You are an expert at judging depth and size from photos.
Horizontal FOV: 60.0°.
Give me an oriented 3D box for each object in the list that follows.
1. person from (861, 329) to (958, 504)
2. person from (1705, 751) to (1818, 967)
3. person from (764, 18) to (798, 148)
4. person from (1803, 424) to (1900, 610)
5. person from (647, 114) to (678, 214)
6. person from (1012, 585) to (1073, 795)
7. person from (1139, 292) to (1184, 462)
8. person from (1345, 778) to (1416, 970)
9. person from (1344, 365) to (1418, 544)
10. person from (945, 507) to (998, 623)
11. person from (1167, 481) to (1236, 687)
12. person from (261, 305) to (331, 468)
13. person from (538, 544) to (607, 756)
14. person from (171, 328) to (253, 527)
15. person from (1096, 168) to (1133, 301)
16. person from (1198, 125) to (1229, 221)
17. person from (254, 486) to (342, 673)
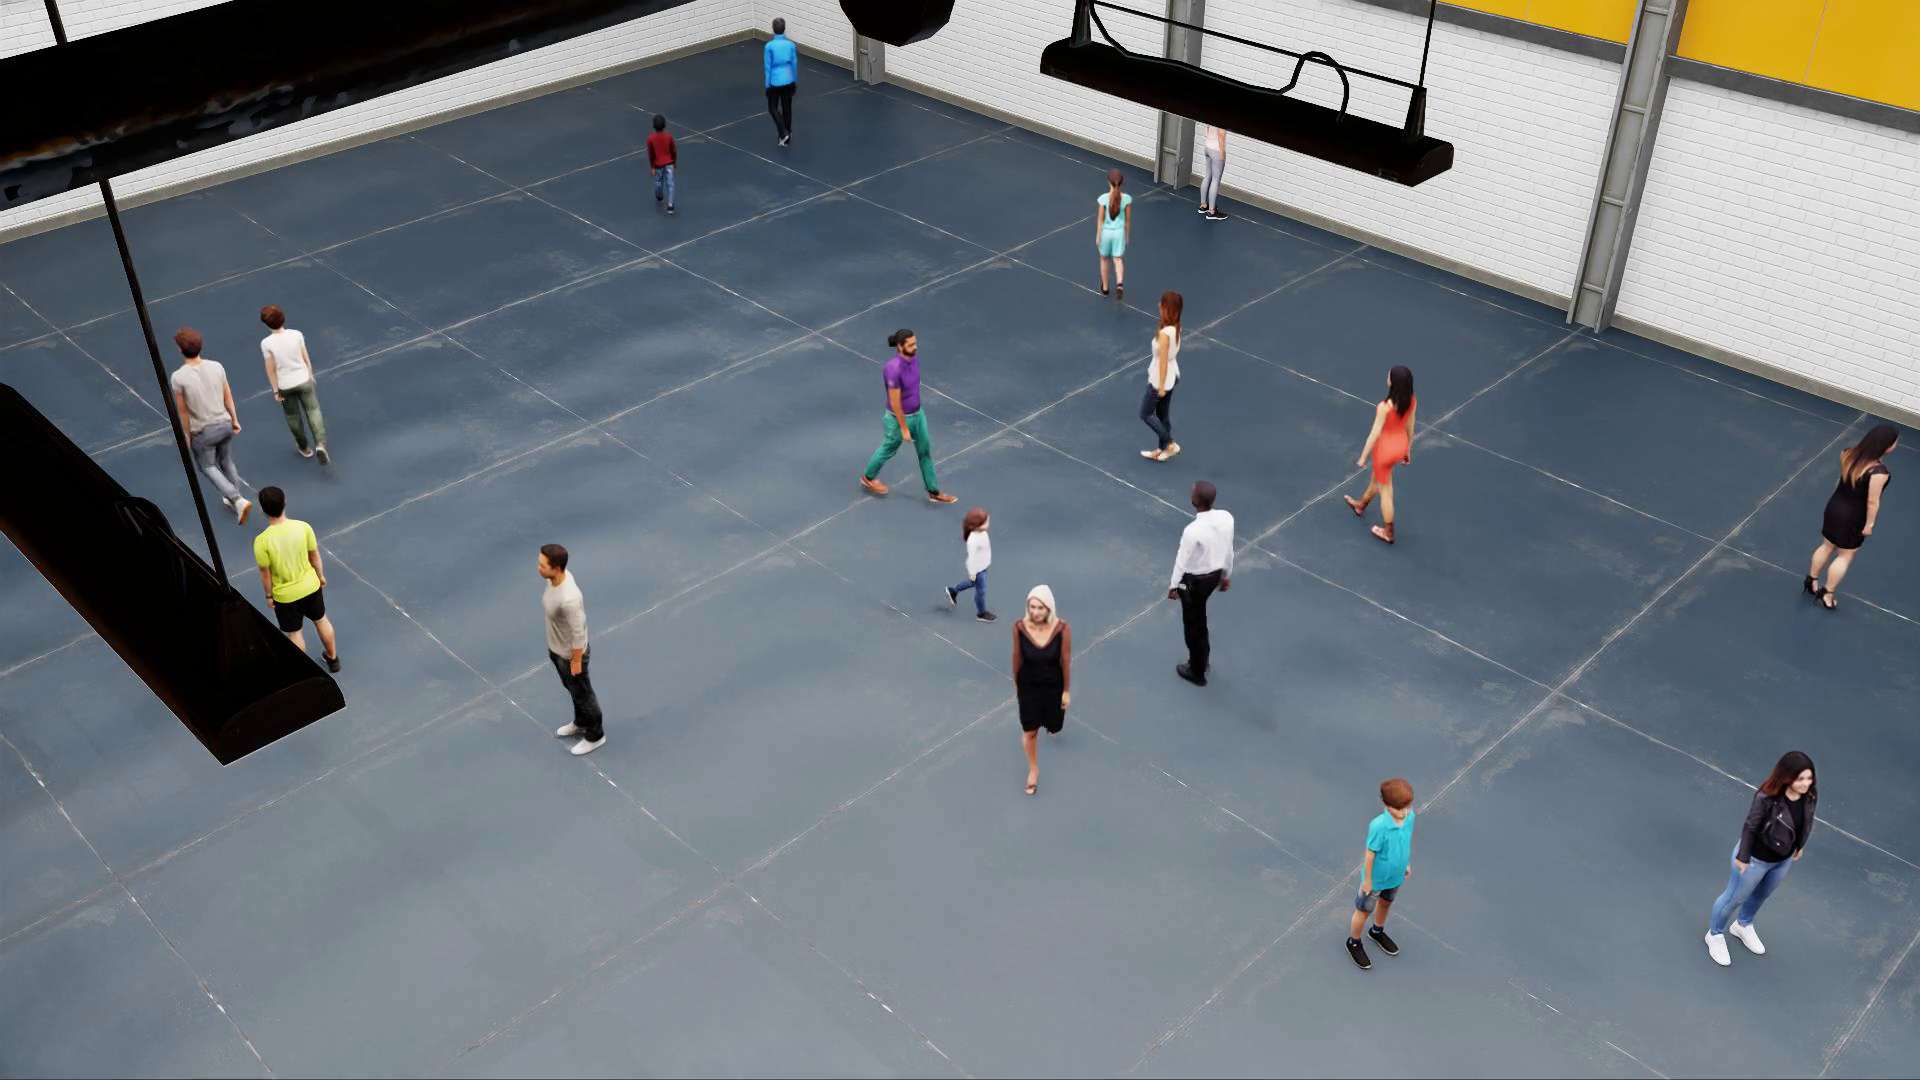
[{"bbox_3d":[-0.603,-1.119,15.190,1.255,1.725,0.801,19,38,26],"label":"person"},{"bbox_3d":[5.122,2.000,10.581,0.723,1.634,0.716,-10,35,-15],"label":"person"},{"bbox_3d":[-2.433,-6.253,22.859,0.776,1.787,0.863,-14,36,-20],"label":"person"},{"bbox_3d":[7.381,-0.197,13.817,0.815,1.709,0.718,-6,34,-9],"label":"person"},{"bbox_3d":[-3.752,-4.747,21.099,0.753,1.228,0.932,-10,35,-15],"label":"person"},{"bbox_3d":[0.607,1.011,11.981,0.948,1.731,0.952,6,34,9],"label":"person"},{"bbox_3d":[2.008,-1.506,15.728,0.734,1.775,0.687,15,36,21],"label":"person"},{"bbox_3d":[2.706,2.088,10.615,0.569,1.449,0.558,-18,38,-25],"label":"person"},{"bbox_3d":[3.826,-0.715,14.607,0.721,1.698,0.978,-21,39,-28],"label":"person"},{"bbox_3d":[0.098,0.180,13.797,0.765,1.103,0.634,7,34,11],"label":"person"},{"bbox_3d":[1.920,0.388,12.831,0.715,1.827,0.694,-22,40,-30],"label":"person"},{"bbox_3d":[-6.279,-1.445,15.757,0.709,1.641,1.027,-20,39,-28],"label":"person"},{"bbox_3d":[-2.867,0.781,12.255,0.772,1.811,0.570,-18,38,-25],"label":"person"},{"bbox_3d":[-6.636,-0.971,14.827,0.984,1.881,0.712,25,41,33],"label":"person"},{"bbox_3d":[1.740,-3.426,18.823,0.828,1.546,0.922,-4,34,-6],"label":"person"},{"bbox_3d":[3.203,-4.903,20.882,0.703,1.726,0.607,-9,35,-13],"label":"person"},{"bbox_3d":[-5.193,0.350,12.998,0.626,1.706,0.529,-26,42,-33],"label":"person"}]
